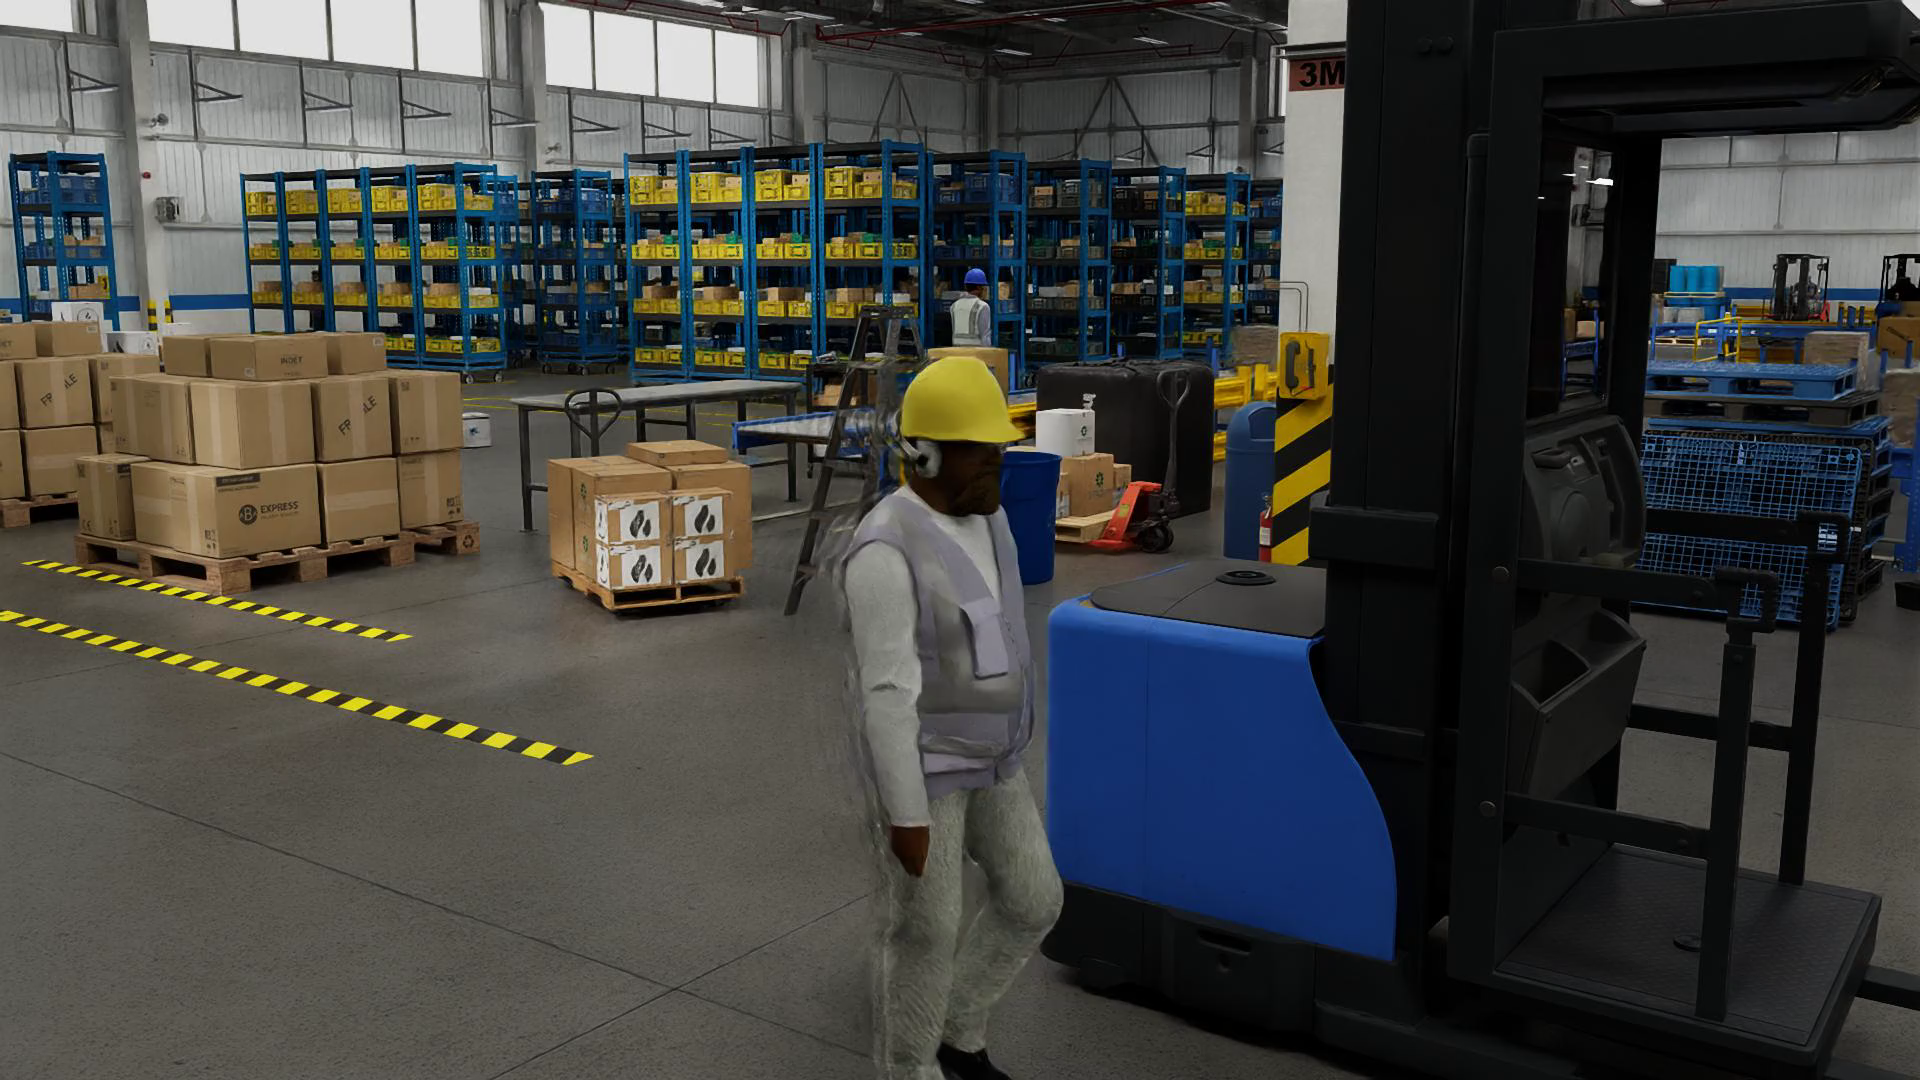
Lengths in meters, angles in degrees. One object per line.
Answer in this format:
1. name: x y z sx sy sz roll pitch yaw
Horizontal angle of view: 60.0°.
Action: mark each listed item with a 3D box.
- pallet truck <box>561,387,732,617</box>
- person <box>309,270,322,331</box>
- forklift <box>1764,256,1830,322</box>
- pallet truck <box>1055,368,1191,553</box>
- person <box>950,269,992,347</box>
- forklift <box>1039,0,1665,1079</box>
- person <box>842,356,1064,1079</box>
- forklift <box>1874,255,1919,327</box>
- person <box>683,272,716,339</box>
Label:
1. pallet truck: -1.981 -0.274 10.088 0.680 1.201 1.601 -5 11 -28
2. person: -12.103 -4.190 31.571 0.571 1.843 0.373 4 10 21
3. forklift: 20.253 -5.854 40.139 1.157 1.987 2.680 7 12 35
4. pallet truck: 0.845 -0.609 11.869 1.630 1.274 0.653 7 12 35
5. person: 0.139 -2.022 18.399 0.425 1.938 0.603 -8 12 -40
6. forklift: 1.249 -0.137 4.360 1.873 2.768 1.129 7 12 35
7. person: -0.019 0.495 3.758 0.442 1.812 0.616 5 11 29
8. forklift: 22.089 -5.634 38.796 1.157 1.987 2.680 6 11 33
9. person: -4.613 -3.821 29.415 0.600 1.831 0.404 -3 10 -19
